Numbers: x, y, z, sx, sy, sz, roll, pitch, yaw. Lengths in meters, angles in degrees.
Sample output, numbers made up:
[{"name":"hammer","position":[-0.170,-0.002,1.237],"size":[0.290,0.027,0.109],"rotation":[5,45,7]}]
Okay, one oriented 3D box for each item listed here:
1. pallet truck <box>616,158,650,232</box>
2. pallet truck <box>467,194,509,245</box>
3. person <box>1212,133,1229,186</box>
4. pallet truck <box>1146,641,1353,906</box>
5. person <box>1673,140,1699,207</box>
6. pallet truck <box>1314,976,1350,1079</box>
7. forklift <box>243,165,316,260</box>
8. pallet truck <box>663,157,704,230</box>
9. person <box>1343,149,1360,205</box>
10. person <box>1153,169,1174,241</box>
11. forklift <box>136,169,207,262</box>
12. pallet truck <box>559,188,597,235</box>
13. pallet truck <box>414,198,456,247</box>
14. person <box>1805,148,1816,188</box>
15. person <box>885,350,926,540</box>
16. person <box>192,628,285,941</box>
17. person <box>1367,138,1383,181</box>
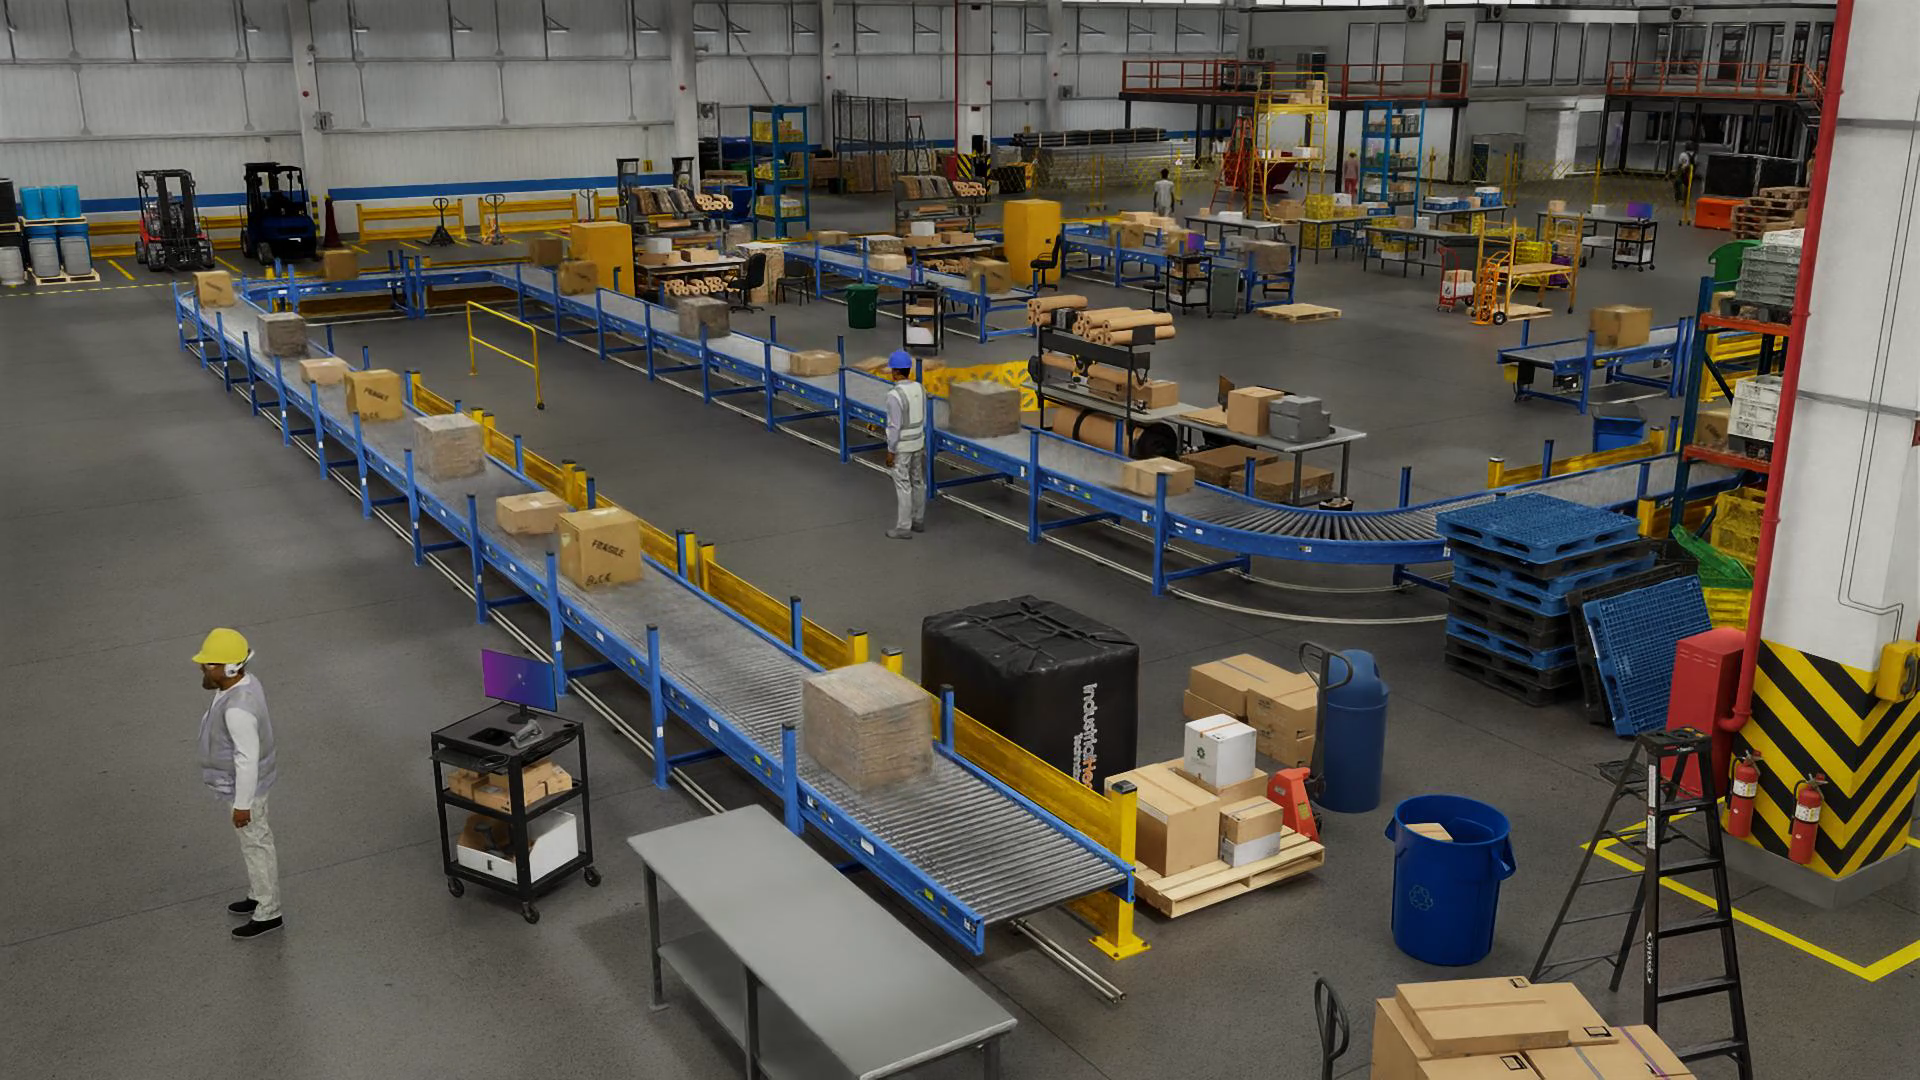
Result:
[{"name":"pallet truck","position":[-8.918,-9.176,44.255],"size":[0.823,1.965,1.885],"rotation":[-9,19,-27]},{"name":"pallet truck","position":[-11.983,-8.177,42.137],"size":[0.704,1.261,1.522],"rotation":[-11,20,-33]},{"name":"person","position":[9.195,-13.430,58.664],"size":[0.620,1.857,0.786],"rotation":[3,17,9]},{"name":"pallet truck","position":[1.664,1.407,10.232],"size":[1.630,1.274,0.653],"rotation":[-10,20,-31]},{"name":"person","position":[22.333,-11.291,51.216],"size":[0.705,2.000,0.557],"rotation":[-4,17,-13]},{"name":"pallet truck","position":[2.299,2.390,7.086],"size":[1.601,1.201,0.680],"rotation":[-2,17,-7]},{"name":"forklift","position":[-15.898,-7.669,38.708],"size":[1.157,1.987,2.680],"rotation":[-11,20,-33]},{"name":"pallet truck","position":[-7.586,-9.308,44.692],"size":[0.823,1.965,1.885],"rotation":[-11,20,-33]},{"name":"person","position":[11.993,-11.077,50.996],"size":[0.534,1.757,0.373],"rotation":[10,19,30]},{"name":"person","position":[5.207,-8.547,42.455],"size":[0.528,1.835,0.930],"rotation":[3,17,10]},{"name":"forklift","position":[-17.842,-7.318,37.559],"size":[1.157,1.987,2.680],"rotation":[-10,20,-31]},{"name":"pallet truck","position":[-10.010,-8.652,43.699],"size":[0.653,1.274,1.630],"rotation":[-10,20,-31]},{"name":"pallet truck","position":[-13.250,-8.060,41.856],"size":[0.680,1.201,1.601],"rotation":[-10,20,-31]},{"name":"person","position":[25.175,-10.596,49.081],"size":[0.551,1.934,0.373],"rotation":[-13,21,-38]},{"name":"person","position":[-0.578,-0.977,17.055],"size":[0.406,1.945,0.613],"rotation":[9,19,29]},{"name":"person","position":[-4.087,1.368,9.443],"size":[0.403,1.837,0.591],"rotation":[-7,18,-23]},{"name":"person","position":[15.201,-14.068,60.690],"size":[0.594,1.913,0.436],"rotation":[-12,21,-35]}]
